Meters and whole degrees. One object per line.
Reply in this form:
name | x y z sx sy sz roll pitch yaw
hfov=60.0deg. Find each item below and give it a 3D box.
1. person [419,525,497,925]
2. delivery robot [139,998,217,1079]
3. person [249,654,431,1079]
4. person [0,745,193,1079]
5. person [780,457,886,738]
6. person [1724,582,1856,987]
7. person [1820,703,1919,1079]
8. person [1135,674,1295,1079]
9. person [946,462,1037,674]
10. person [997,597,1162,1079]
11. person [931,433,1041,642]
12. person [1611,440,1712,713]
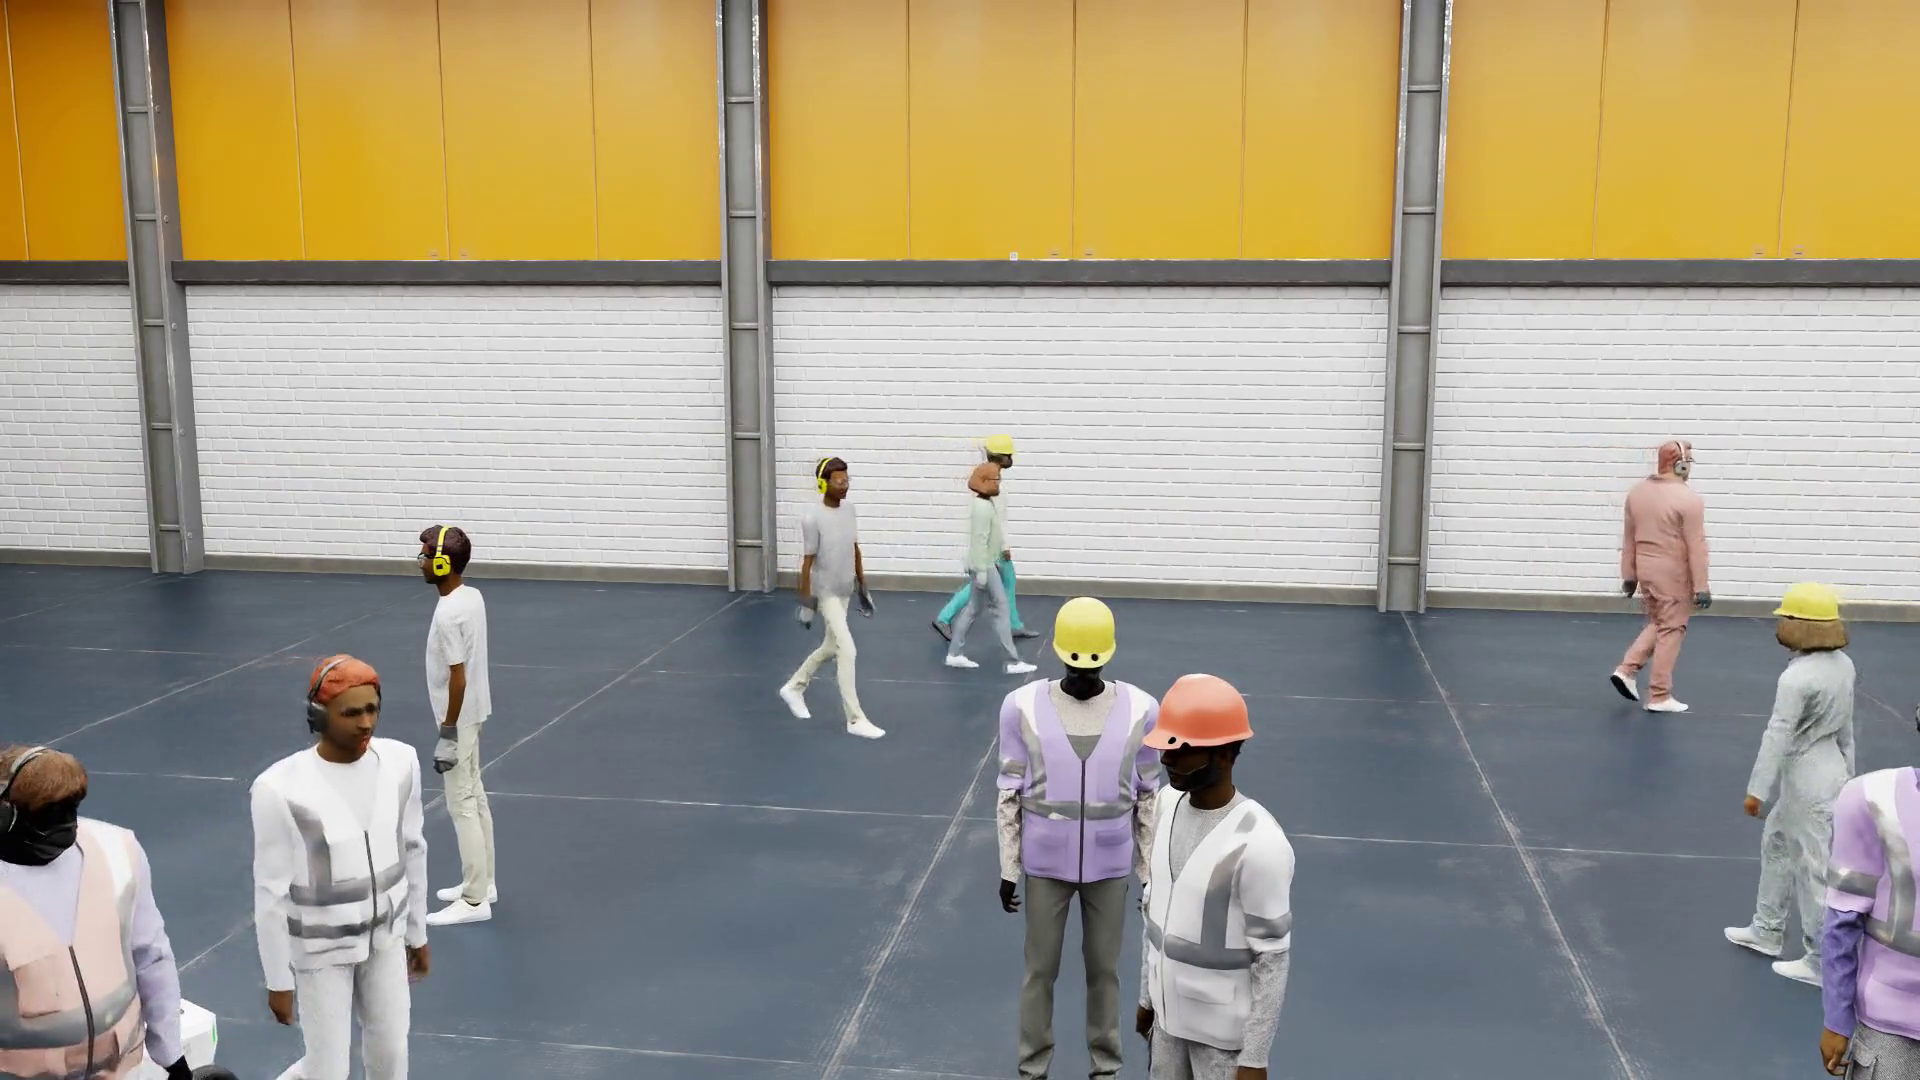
person | -2.358 0.854 7.754 0.318 1.870 0.531 -1 9 -5
delivery robot | -2.929 1.801 5.667 0.477 0.478 0.707 7 11 35
person | -1.998 1.263 5.283 0.647 1.868 0.576 7 11 36
person | -2.397 1.425 4.411 0.447 1.818 0.624 6 11 34
person | -0.878 0.350 10.977 0.901 1.840 0.513 5 11 31
person | 3.530 1.021 7.145 0.513 1.716 0.684 -7 12 -39
person | 2.661 1.294 4.503 0.606 2.046 0.369 2 9 13
person | 0.668 1.322 4.662 0.356 1.937 0.552 -5 11 -30
person | 0.209 0.212 12.568 0.682 1.603 0.527 -1 9 -5
person | 0.421 1.136 5.872 0.585 1.917 0.380 0 9 -2
person | 0.203 -0.017 13.568 0.880 1.719 0.521 -1 9 -4
person | 4.840 0.259 11.361 0.447 1.892 0.647 -2 9 -14
